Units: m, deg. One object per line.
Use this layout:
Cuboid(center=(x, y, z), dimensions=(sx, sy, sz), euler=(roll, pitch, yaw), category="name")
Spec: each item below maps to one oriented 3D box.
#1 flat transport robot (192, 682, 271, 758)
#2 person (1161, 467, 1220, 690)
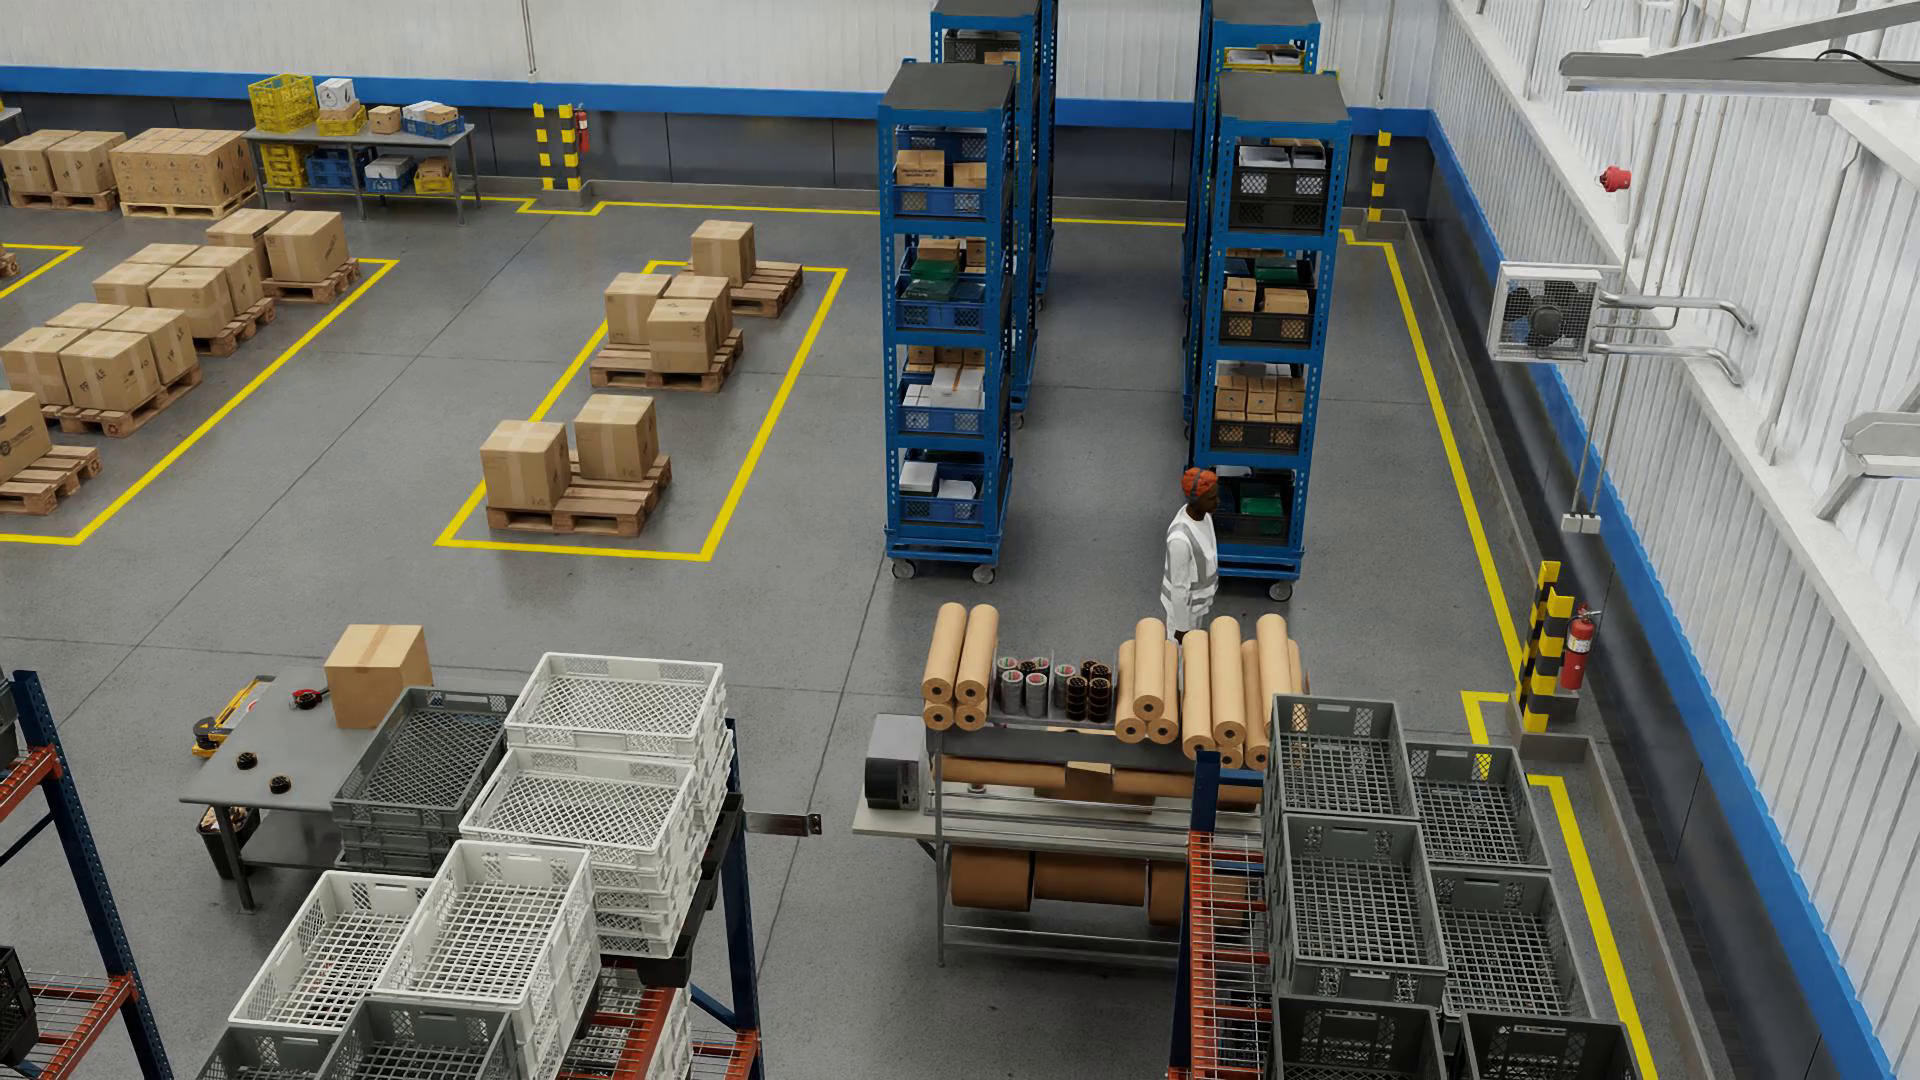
Cuboid(center=(-4.089, 1.163, 10.648), dimensions=(1.431, 0.197, 0.652), euler=(3, 30, 6), category="flat transport robot")
Cuboid(center=(1.436, 0.403, 10.379), dimensions=(0.356, 1.882, 0.574), euler=(10, 32, 17), category="person")
